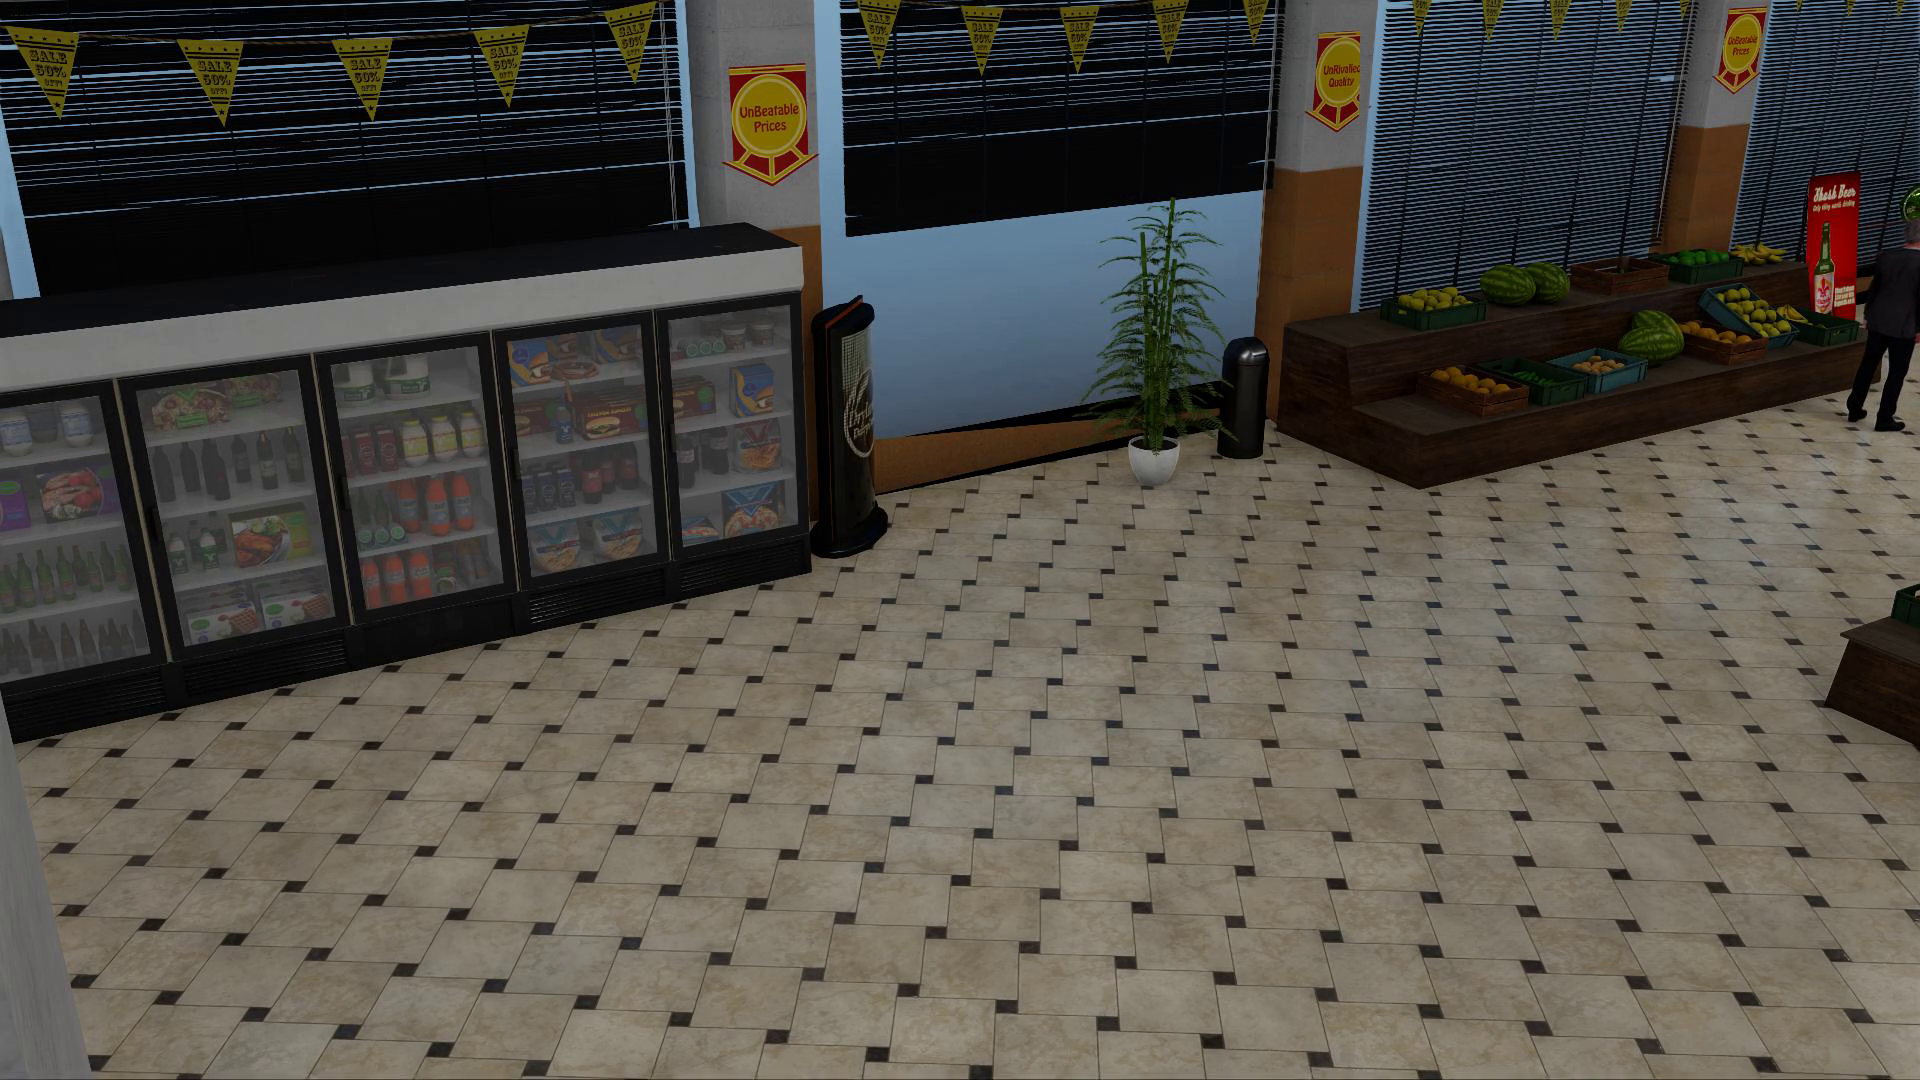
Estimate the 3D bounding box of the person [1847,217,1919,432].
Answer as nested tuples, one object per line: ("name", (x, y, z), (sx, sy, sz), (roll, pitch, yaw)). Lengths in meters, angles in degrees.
("person", (8.101, -1.880, 14.414), (0.585, 1.827, 0.736), (-10, 24, -24))
